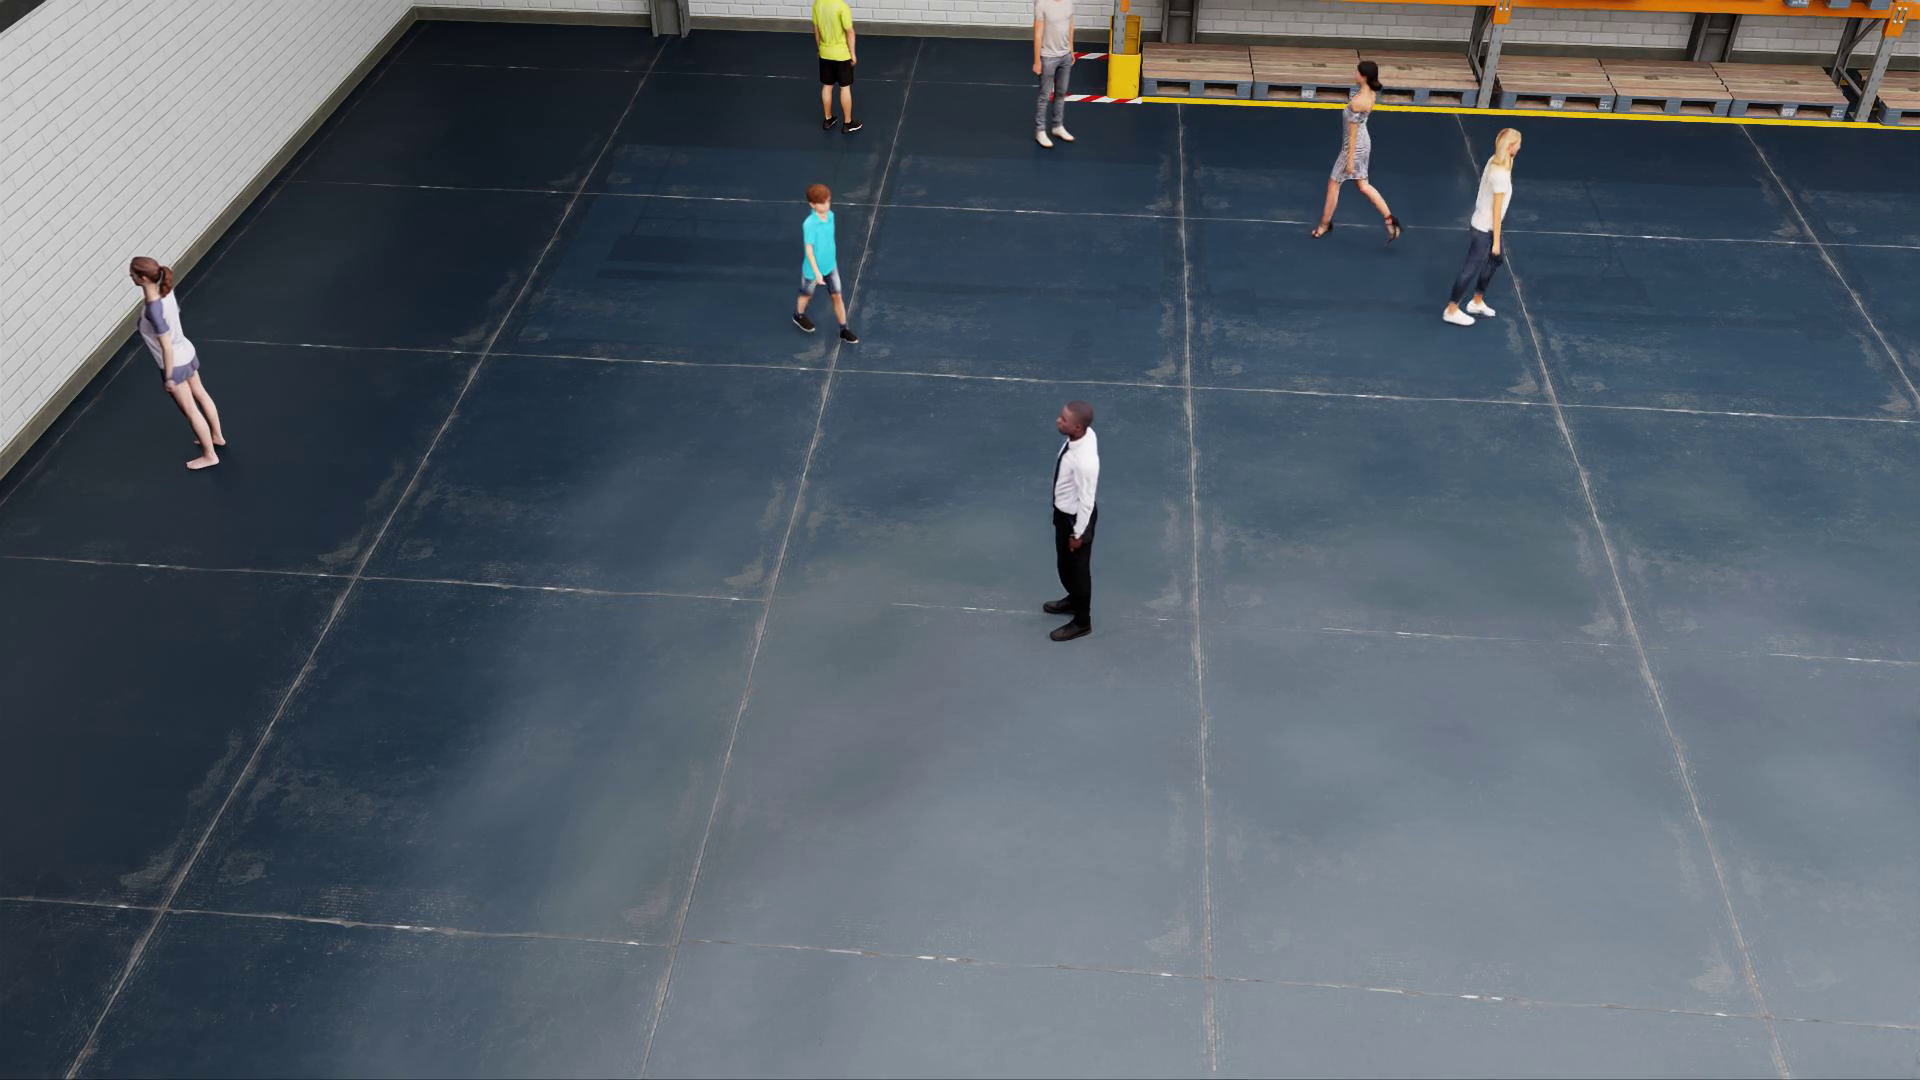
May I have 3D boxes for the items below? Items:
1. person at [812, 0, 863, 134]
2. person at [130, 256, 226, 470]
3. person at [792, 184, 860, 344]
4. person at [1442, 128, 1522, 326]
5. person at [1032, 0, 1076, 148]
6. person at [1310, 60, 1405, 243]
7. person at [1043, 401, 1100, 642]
[{"bbox_3d":[-1.290,-5.073,17.235,0.609,1.706,0.754,18,42,22],"label":"person"},{"bbox_3d":[-5.901,-1.355,12.531,0.609,1.767,0.616,-3,39,-4],"label":"person"},{"bbox_3d":[-1.238,-2.357,14.064,0.900,1.420,0.990,-31,48,-33],"label":"person"},{"bbox_3d":[4.364,-2.652,14.132,0.708,1.795,0.679,8,39,10],"label":"person"},{"bbox_3d":[0.949,-4.958,16.945,0.739,1.889,0.805,-26,45,-29],"label":"person"},{"bbox_3d":[3.699,-3.493,15.189,1.176,1.791,0.930,21,43,25],"label":"person"},{"bbox_3d":[0.770,-0.145,10.959,0.585,1.838,0.672,-2,39,-3],"label":"person"}]
